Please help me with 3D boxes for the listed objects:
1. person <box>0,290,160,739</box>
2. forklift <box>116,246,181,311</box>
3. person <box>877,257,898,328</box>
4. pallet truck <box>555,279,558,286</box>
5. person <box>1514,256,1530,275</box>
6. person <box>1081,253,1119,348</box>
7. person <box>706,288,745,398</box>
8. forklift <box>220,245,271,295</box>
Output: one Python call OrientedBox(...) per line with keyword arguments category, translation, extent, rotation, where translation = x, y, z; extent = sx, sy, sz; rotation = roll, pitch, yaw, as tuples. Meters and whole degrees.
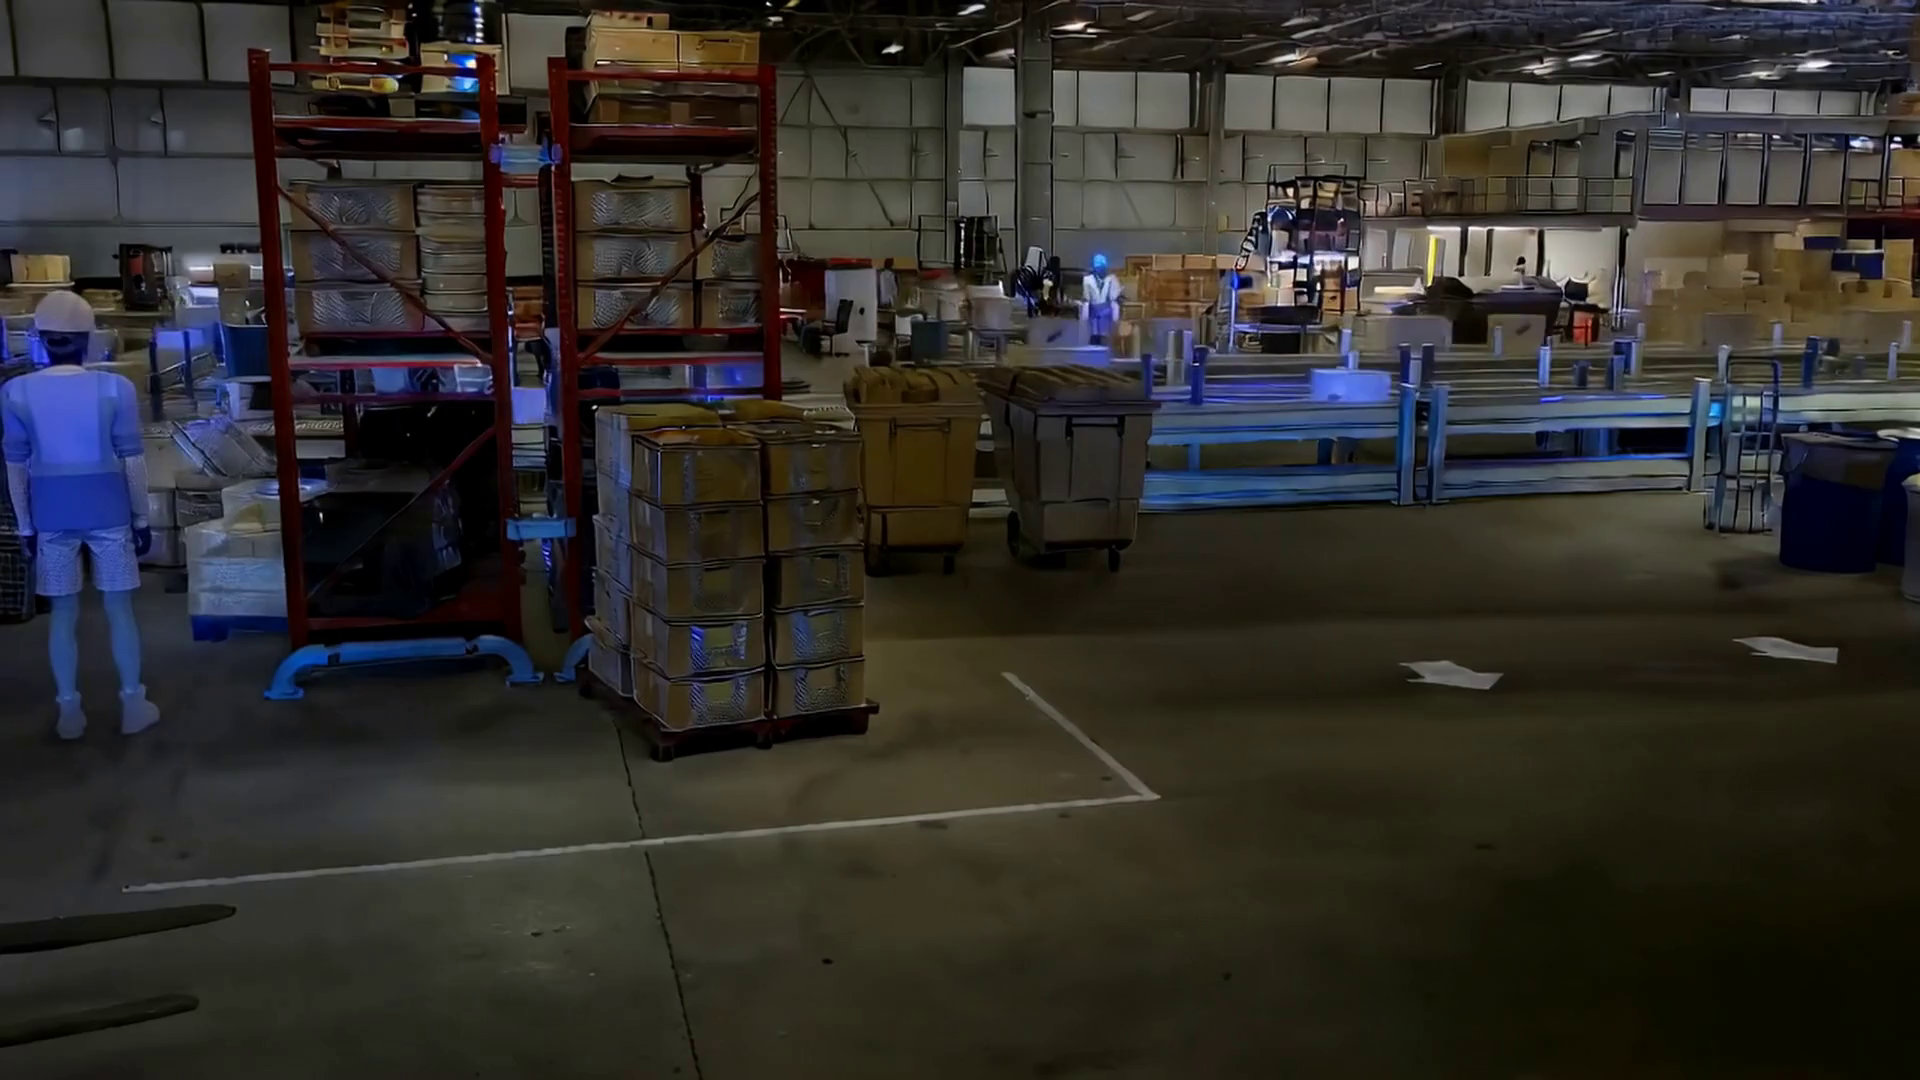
OrientedBox(category="person", translation=(-3.804, -0.104, 7.211), extent=(0.544, 1.939, 0.354), rotation=(-4, 11, -20))
OrientedBox(category="forklift", translation=(-19.966, -6.232, 40.894), extent=(1.157, 1.987, 2.680), rotation=(-3, 10, -15))
OrientedBox(category="person", translation=(-1.690, -5.440, 37.591), extent=(0.787, 1.884, 0.650), rotation=(-1, 10, -7))
OrientedBox(category="pallet truck", translation=(-10.604, -6.375, 44.520), extent=(0.653, 1.274, 1.630), rotation=(-3, 10, -15))
OrientedBox(category="person", translation=(16.708, -7.538, 49.568), extent=(0.505, 1.847, 0.344), rotation=(-1, 10, -4))
OrientedBox(category="person", translation=(2.298, -3.679, 27.247), extent=(0.609, 2.020, 0.651), rotation=(2, 10, 9))
OrientedBox(category="person", translation=(-2.389, -1.724, 16.800), extent=(0.632, 1.797, 0.653), rotation=(1, 10, 7))
OrientedBox(category="forklift", translation=(-17.749, -6.334, 41.440), extent=(1.157, 1.987, 2.680), rotation=(-3, 10, -17))
